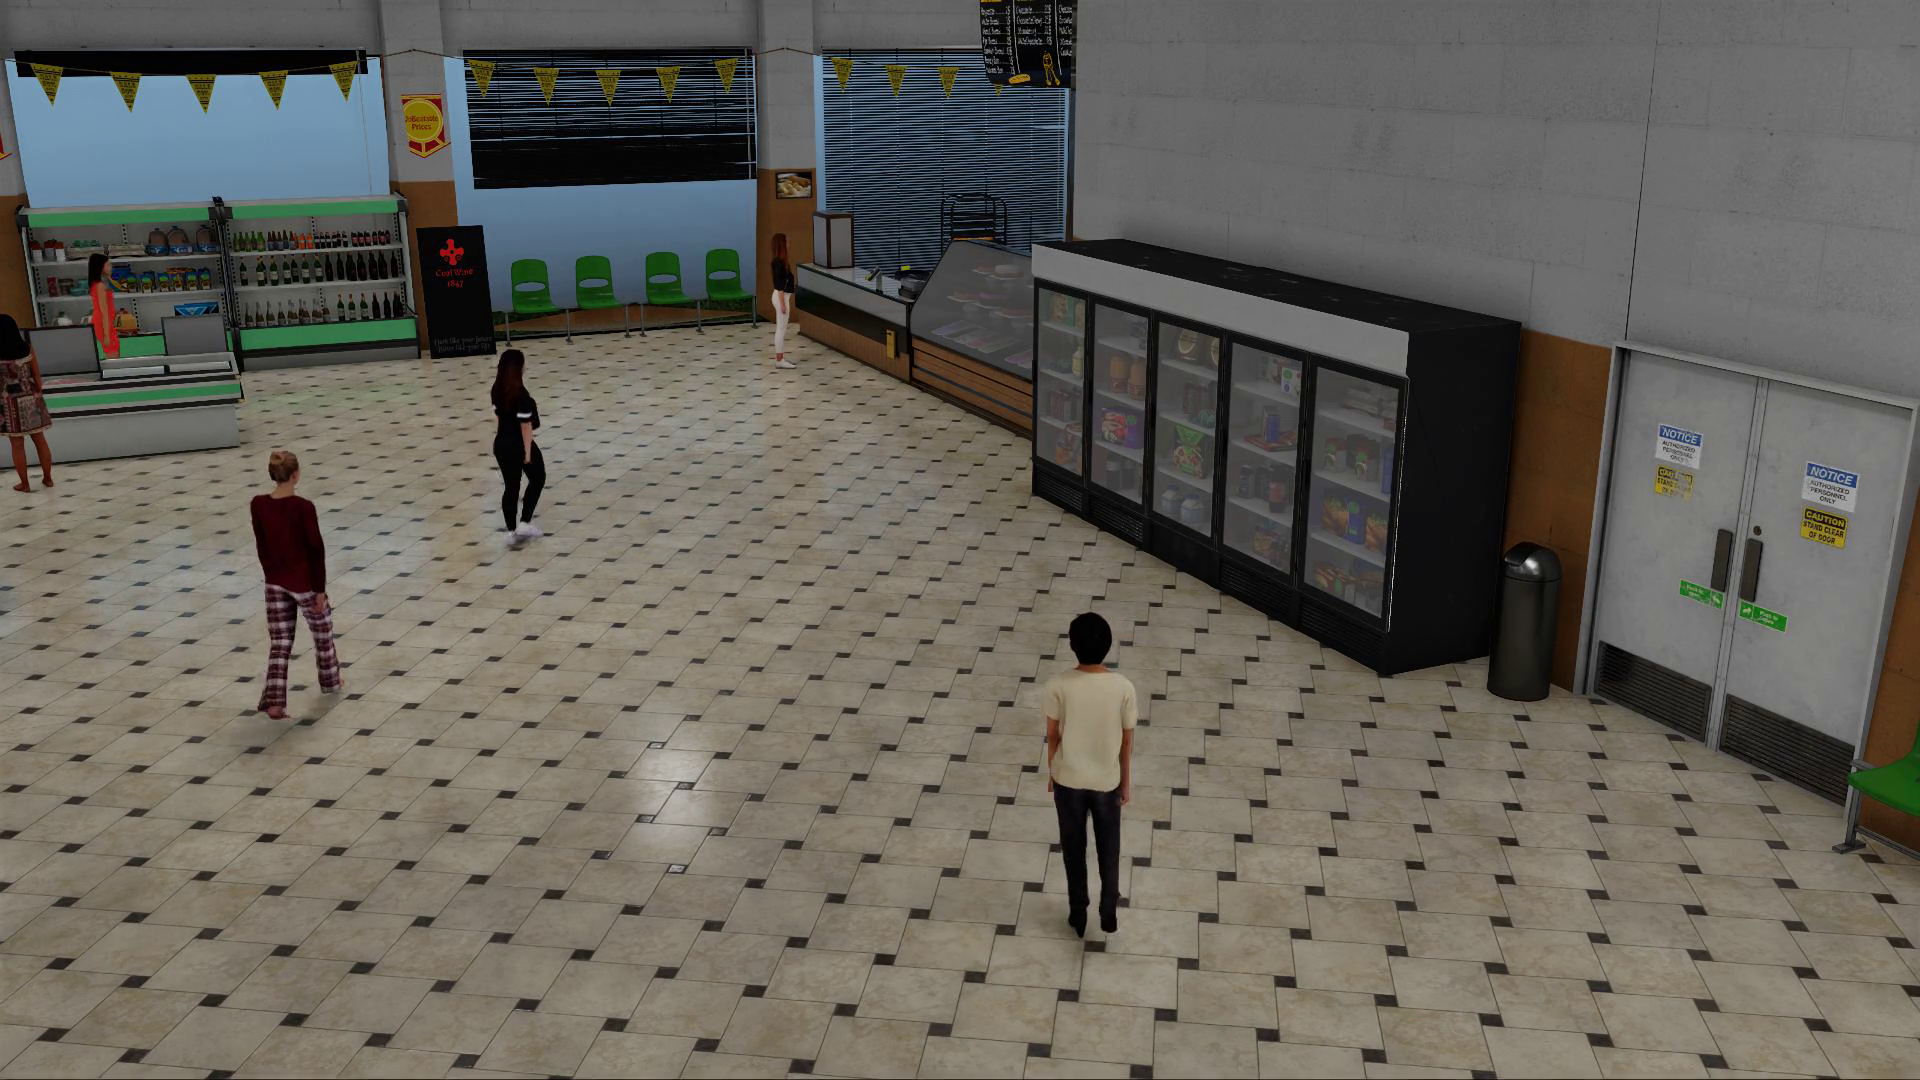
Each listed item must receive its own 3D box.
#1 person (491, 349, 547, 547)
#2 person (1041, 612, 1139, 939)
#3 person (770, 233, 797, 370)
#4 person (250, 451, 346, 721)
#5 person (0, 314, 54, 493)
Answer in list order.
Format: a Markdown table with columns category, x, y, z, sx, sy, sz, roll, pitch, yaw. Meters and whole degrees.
| category | x | y | z | sx | sy | sz | roll | pitch | yaw |
| --- | --- | --- | --- | --- | --- | --- | --- | --- | --- |
| person | -3.711 | -0.741 | 13.657 | 0.719 | 1.627 | 0.757 | 9 | 19 | 28 |
| person | 0.594 | 1.122 | 7.604 | 0.709 | 1.579 | 0.774 | -1 | 17 | -3 |
| person | -2.266 | -3.043 | 21.107 | 0.638 | 1.704 | 0.671 | -1 | 17 | -4 |
| person | -4.123 | 0.339 | 10.183 | 1.082 | 1.580 | 0.985 | 1 | 17 | 2 |
| person | -8.709 | -1.276 | 15.390 | 0.782 | 1.645 | 0.619 | 15 | 22 | 40 |
